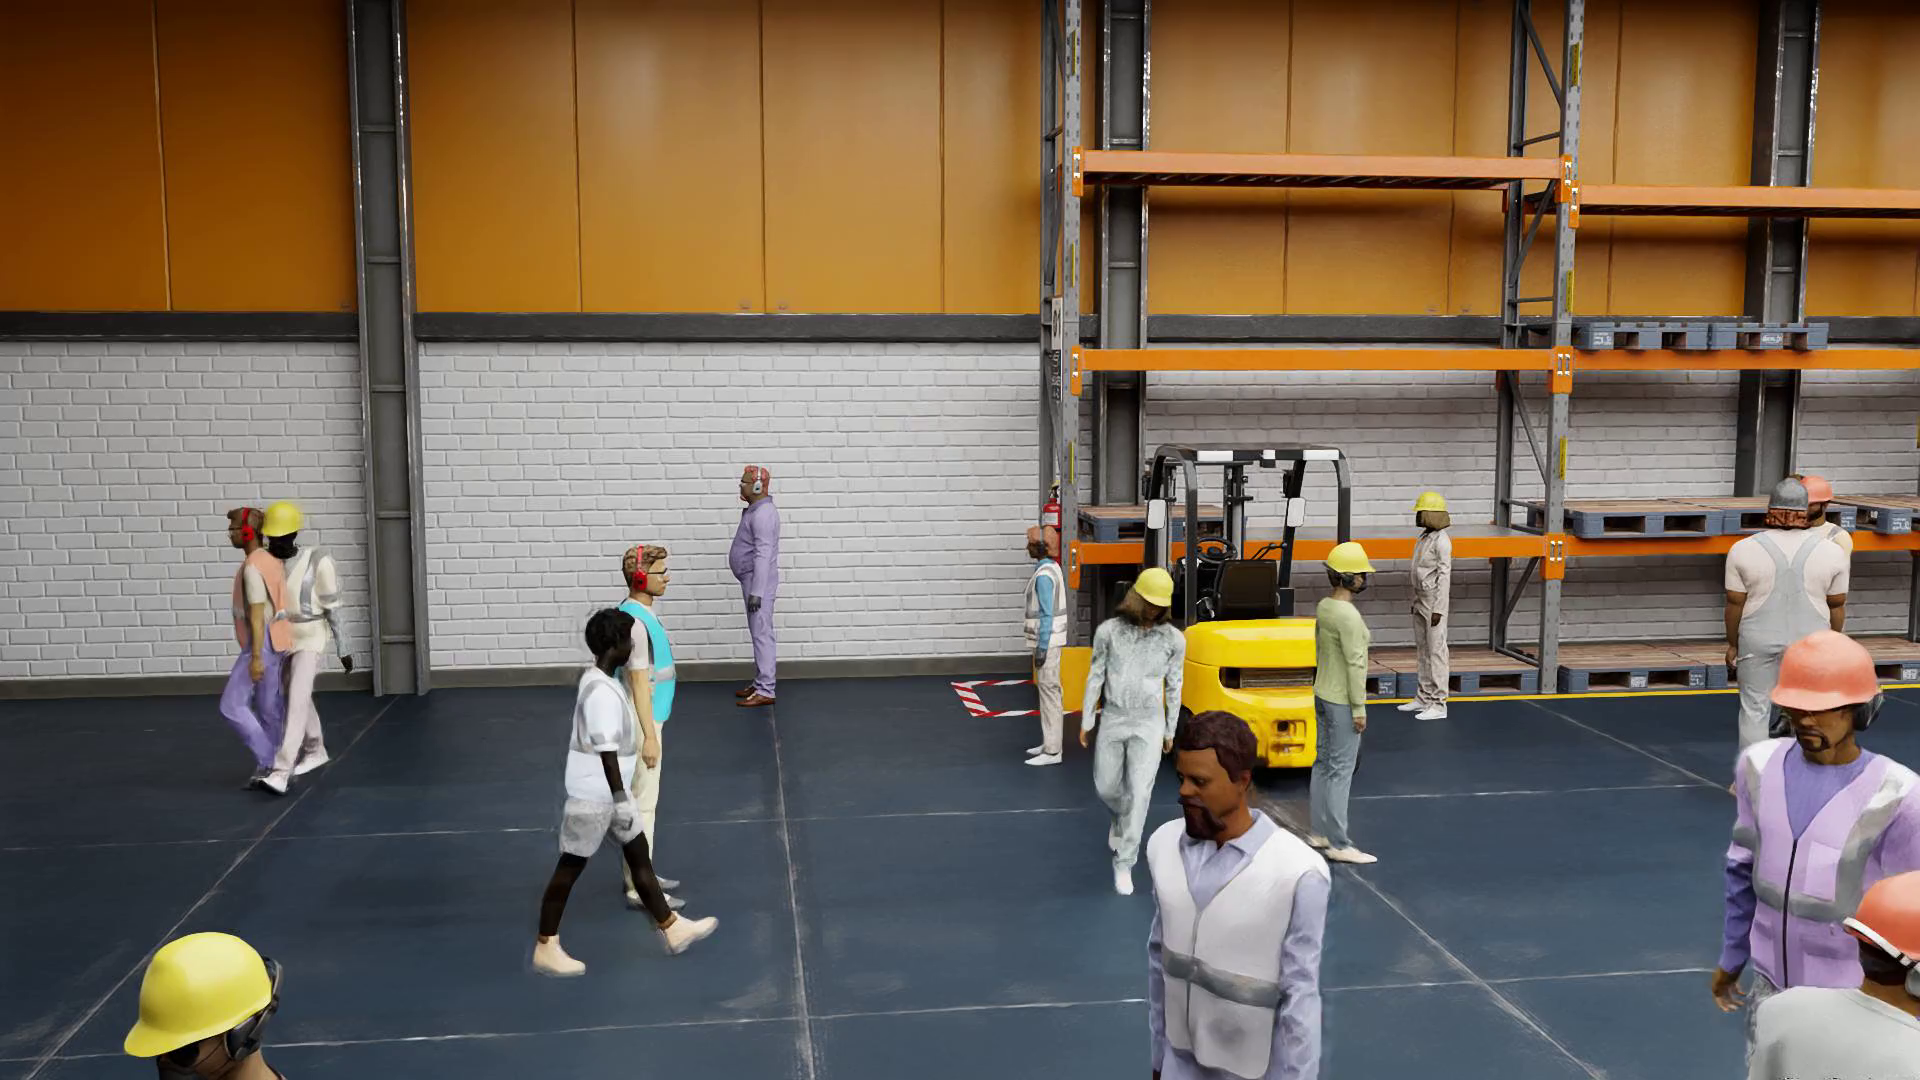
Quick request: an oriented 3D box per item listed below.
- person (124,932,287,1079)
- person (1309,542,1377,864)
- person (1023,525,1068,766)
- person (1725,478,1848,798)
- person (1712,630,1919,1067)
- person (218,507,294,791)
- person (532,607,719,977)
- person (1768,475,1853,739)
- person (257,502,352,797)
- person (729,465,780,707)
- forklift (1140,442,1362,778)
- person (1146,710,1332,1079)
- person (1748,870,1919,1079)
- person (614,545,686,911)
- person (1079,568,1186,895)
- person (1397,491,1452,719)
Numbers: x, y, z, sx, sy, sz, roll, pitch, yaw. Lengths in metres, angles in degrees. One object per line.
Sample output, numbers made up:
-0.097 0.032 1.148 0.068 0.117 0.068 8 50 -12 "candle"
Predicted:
-1.368 1.589 3.193 0.515 1.752 0.375 6 9 42 "person"
2.122 0.891 9.212 0.310 1.769 0.522 -1 7 -9 "person"
0.580 0.713 11.325 0.310 1.638 0.523 1 7 7 "person"
5.106 0.624 10.359 0.684 2.000 0.538 2 7 19 "person"
2.471 1.261 4.824 0.406 2.033 0.620 -3 7 -26 "person"
-4.475 0.702 10.606 0.463 1.825 0.599 -1 7 -12 "person"
-1.554 1.133 7.565 0.870 1.640 0.565 -1 7 -8 "person"
6.038 0.503 11.860 0.353 1.939 0.544 -3 7 -26 "person"
-4.307 0.683 10.673 0.627 1.849 1.081 1 7 12 "person"
-1.631 0.359 13.239 0.409 1.913 0.642 -1 7 -8 "person"
1.912 0.418 11.496 1.214 2.155 2.313 -1 7 -8 "forklift"
0.754 1.373 4.432 0.691 1.895 0.598 -6 9 -41 "person"
2.020 1.552 3.616 0.812 1.712 0.580 -2 7 -15 "person"
-1.616 0.940 8.432 0.389 1.847 0.567 -2 7 -13 "person"
0.921 0.964 8.828 0.552 1.699 0.667 1 7 11 "person"
3.584 0.498 12.756 0.294 1.744 0.487 -1 7 -8 "person"
